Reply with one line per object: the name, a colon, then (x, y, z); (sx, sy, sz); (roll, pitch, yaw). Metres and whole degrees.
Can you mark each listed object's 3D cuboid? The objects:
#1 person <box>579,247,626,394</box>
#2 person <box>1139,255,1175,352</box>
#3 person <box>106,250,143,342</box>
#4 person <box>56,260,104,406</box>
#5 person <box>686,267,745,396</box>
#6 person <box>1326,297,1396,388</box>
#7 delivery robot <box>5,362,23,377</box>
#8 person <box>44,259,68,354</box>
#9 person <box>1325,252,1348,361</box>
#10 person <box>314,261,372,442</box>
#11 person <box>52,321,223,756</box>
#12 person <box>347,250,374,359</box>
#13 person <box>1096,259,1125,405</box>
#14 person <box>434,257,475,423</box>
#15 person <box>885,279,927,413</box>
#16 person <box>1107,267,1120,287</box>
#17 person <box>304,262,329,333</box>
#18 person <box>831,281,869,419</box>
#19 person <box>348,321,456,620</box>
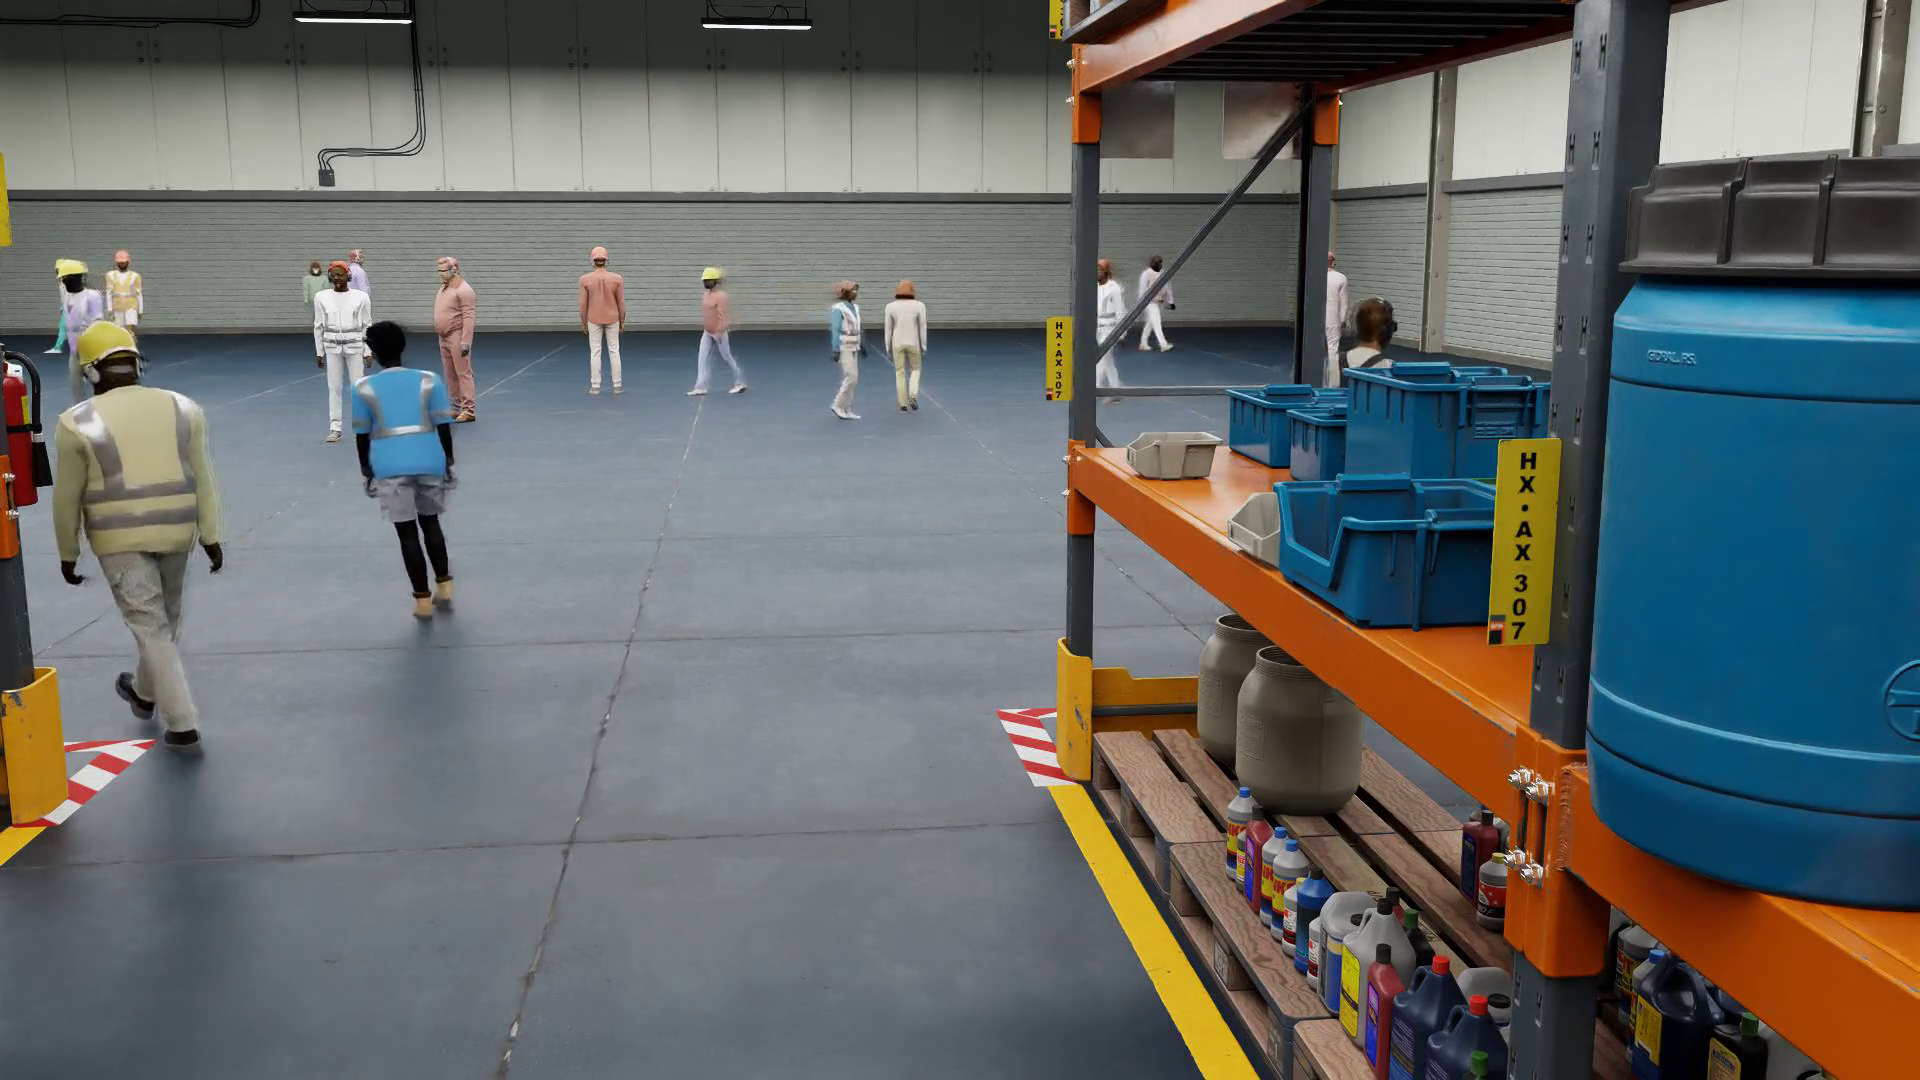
person: (-4.858, -2.979, 22.628); (0.612, 1.996, 0.376); (-3, 11, -17)
person: (3.668, -4.424, 31.124); (0.625, 1.790, 0.982); (-9, 14, -42)
person: (-14.217, -3.983, 28.368); (0.548, 1.918, 0.808); (-2, 11, -12)
person: (-9.559, -2.135, 18.316); (0.600, 1.895, 0.784); (6, 12, 28)
person: (-3.292, -2.825, 22.528); (0.534, 1.724, 0.890); (10, 14, 44)
person: (2.107, -0.385, 8.900); (0.834, 1.822, 0.515); (-9, 14, -41)
delivery robot: (-12.692, -2.192, 22.005); (0.477, 0.478, 0.707); (-2, 11, -11)
person: (-16.251, -4.250, 30.359); (0.905, 1.723, 0.541); (-5, 11, -25)
person: (5.325, -3.226, 24.226); (0.643, 1.910, 0.399); (4, 11, 23)
person: (-6.430, -1.962, 17.363); (0.575, 1.883, 0.355); (-2, 11, -11)
person: (-3.490, -0.018, 6.985); (0.935, 1.775, 0.603); (8, 13, 38)
person: (-10.557, -4.140, 29.237); (0.654, 1.906, 0.408); (9, 14, 42)
person: (1.730, -2.606, 20.997); (0.903, 1.845, 0.583); (-5, 12, -26)
person: (-5.846, -2.302, 19.181); (0.638, 1.903, 0.408); (10, 14, 43)
person: (-0.658, -2.360, 20.233); (0.521, 1.619, 0.356); (0, 10, 2)
person: (2.711, -4.271, 30.763); (0.531, 1.617, 0.737); (-2, 11, -12)
person: (-13.512, -5.036, 34.972); (0.491, 1.602, 0.814); (-3, 11, -15)
person: (-1.287, -2.203, 19.392); (0.370, 1.622, 0.517); (4, 11, 20)
person: (-3.120, -0.390, 9.334); (0.526, 1.660, 0.528); (-5, 12, -28)
